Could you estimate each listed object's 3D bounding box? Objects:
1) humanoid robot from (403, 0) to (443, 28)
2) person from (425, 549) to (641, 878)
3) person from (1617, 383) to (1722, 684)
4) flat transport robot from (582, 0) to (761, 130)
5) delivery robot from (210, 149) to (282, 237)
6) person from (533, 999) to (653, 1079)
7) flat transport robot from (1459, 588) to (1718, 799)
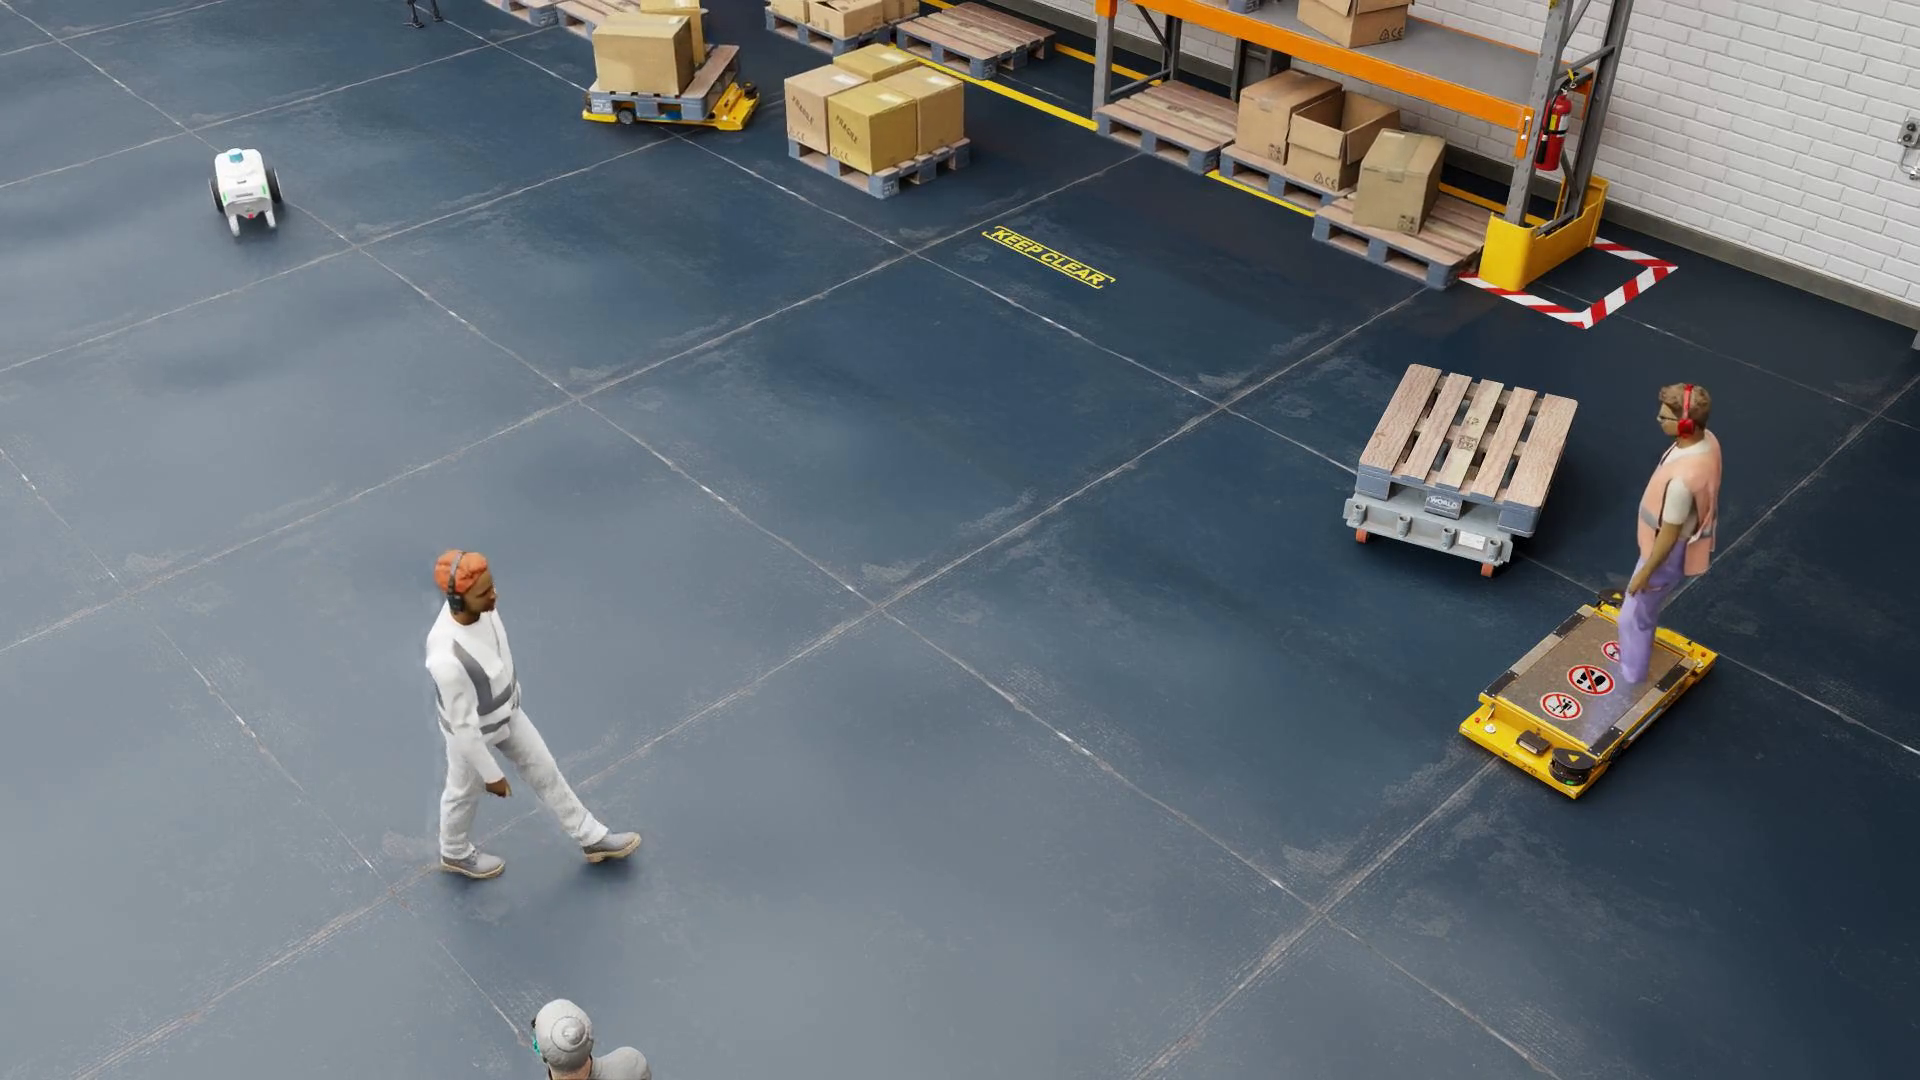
[{"bbox_3d":[-5.370,-5.816,16.053,0.599,1.657,0.315,-30,46,-33],"label":"humanoid robot"},{"bbox_3d":[-1.964,0.805,7.167,0.968,1.831,0.605,5,37,7],"label":"person"},{"bbox_3d":[3.451,0.054,8.169,0.450,1.822,0.586,18,41,22],"label":"person"},{"bbox_3d":[-2.538,-3.856,14.638,1.431,0.231,0.659,6,37,7],"label":"flat transport robot"},{"bbox_3d":[-5.575,-2.752,12.954,0.499,0.613,0.790,-14,39,-18],"label":"delivery robot"},{"bbox_3d":[-1.184,2.101,5.449,0.522,1.839,0.335,-30,46,-34],"label":"person"},{"bbox_3d":[3.247,0.756,8.532,1.431,0.231,0.659,-30,46,-33],"label":"flat transport robot"}]
